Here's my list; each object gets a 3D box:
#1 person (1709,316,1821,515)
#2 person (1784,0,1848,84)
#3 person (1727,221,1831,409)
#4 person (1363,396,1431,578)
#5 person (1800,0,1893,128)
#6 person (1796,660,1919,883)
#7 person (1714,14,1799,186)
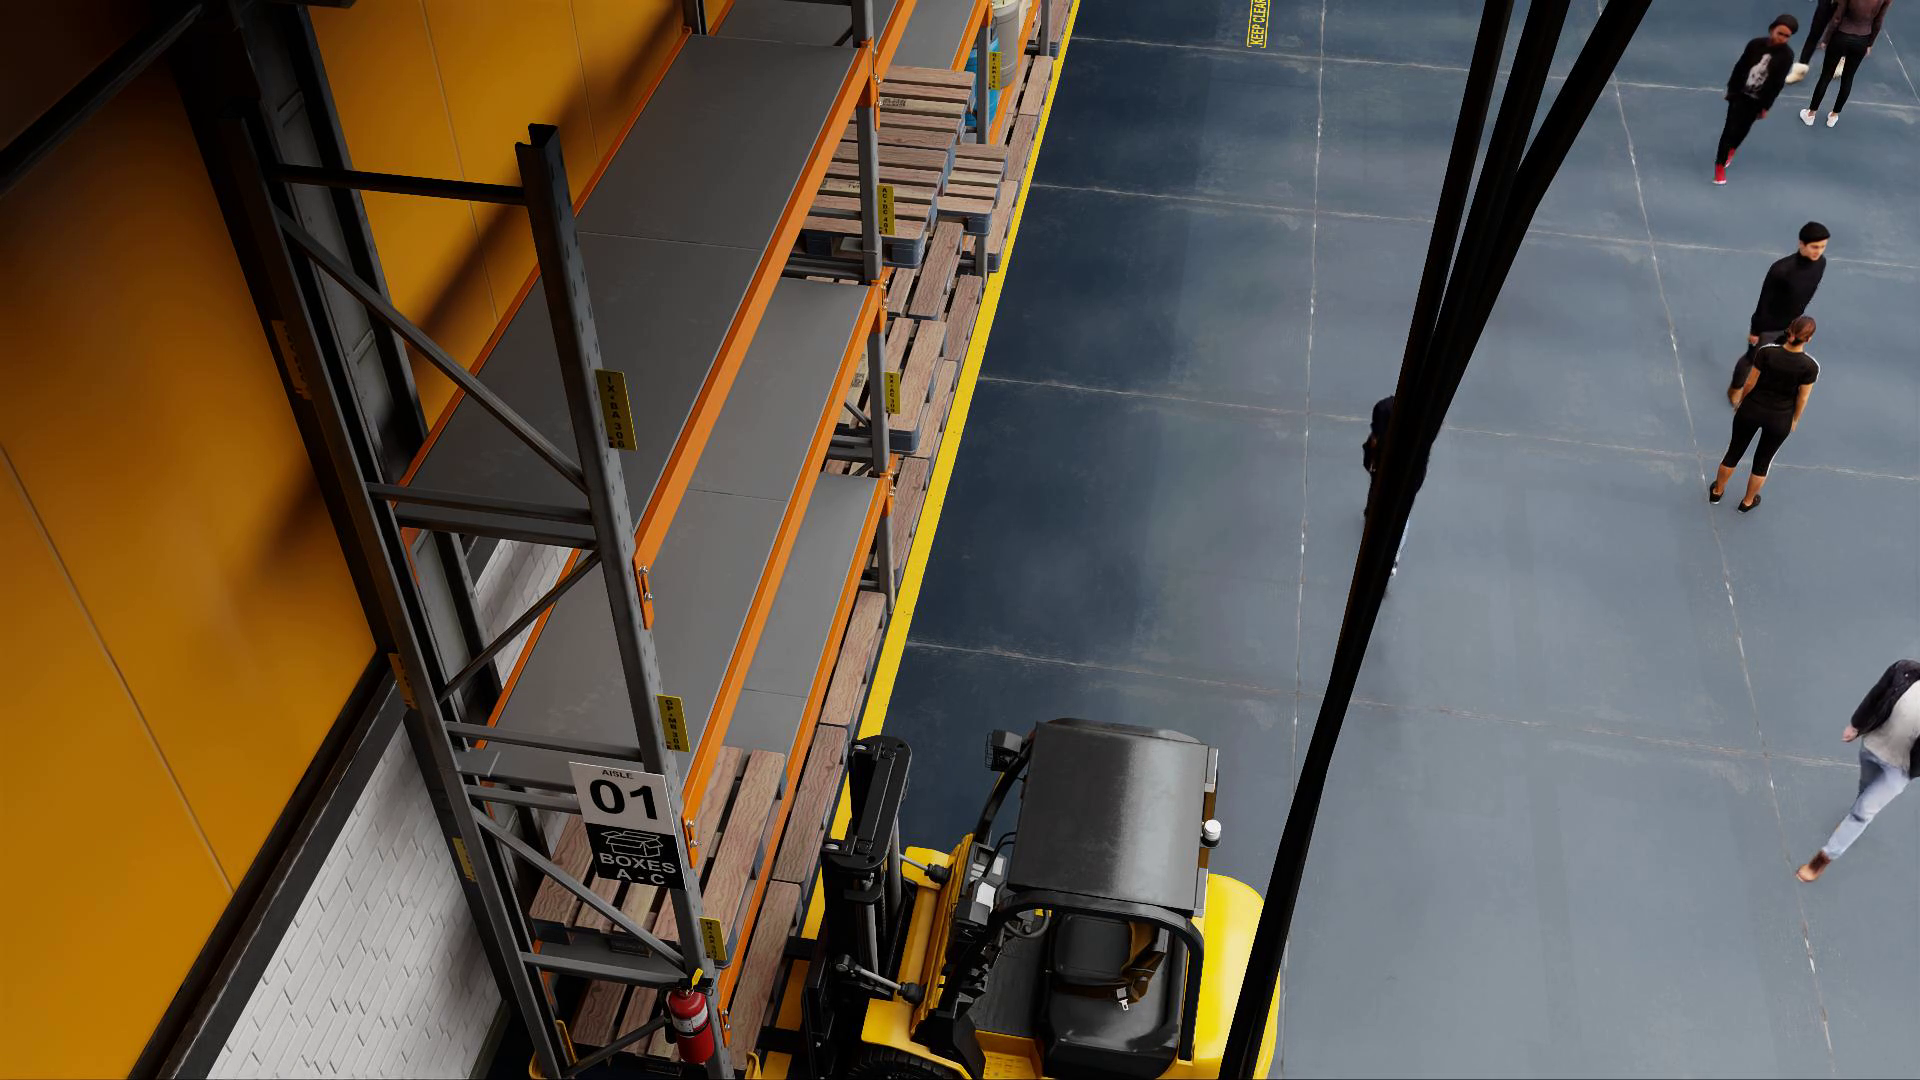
[{"bbox_3d":[5.795,-0.911,11.958,0.648,1.669,0.631,25,49,24],"label":"person"},{"bbox_3d":[8.841,-5.374,16.661,1.015,1.643,1.000,-20,47,-20],"label":"person"},{"bbox_3d":[6.265,-1.747,12.804,0.788,1.712,0.797,-11,45,-11],"label":"person"},{"bbox_3d":[3.043,-0.493,11.529,0.631,1.656,1.092,5,44,6],"label":"person"},{"bbox_3d":[8.555,-4.790,16.003,0.614,1.705,0.516,10,44,10],"label":"person"},{"bbox_3d":[5.458,1.189,9.661,1.181,1.797,1.119,-25,49,-24],"label":"person"},{"bbox_3d":[7.303,-4.128,15.366,0.826,1.626,1.061,27,50,26],"label":"person"}]
